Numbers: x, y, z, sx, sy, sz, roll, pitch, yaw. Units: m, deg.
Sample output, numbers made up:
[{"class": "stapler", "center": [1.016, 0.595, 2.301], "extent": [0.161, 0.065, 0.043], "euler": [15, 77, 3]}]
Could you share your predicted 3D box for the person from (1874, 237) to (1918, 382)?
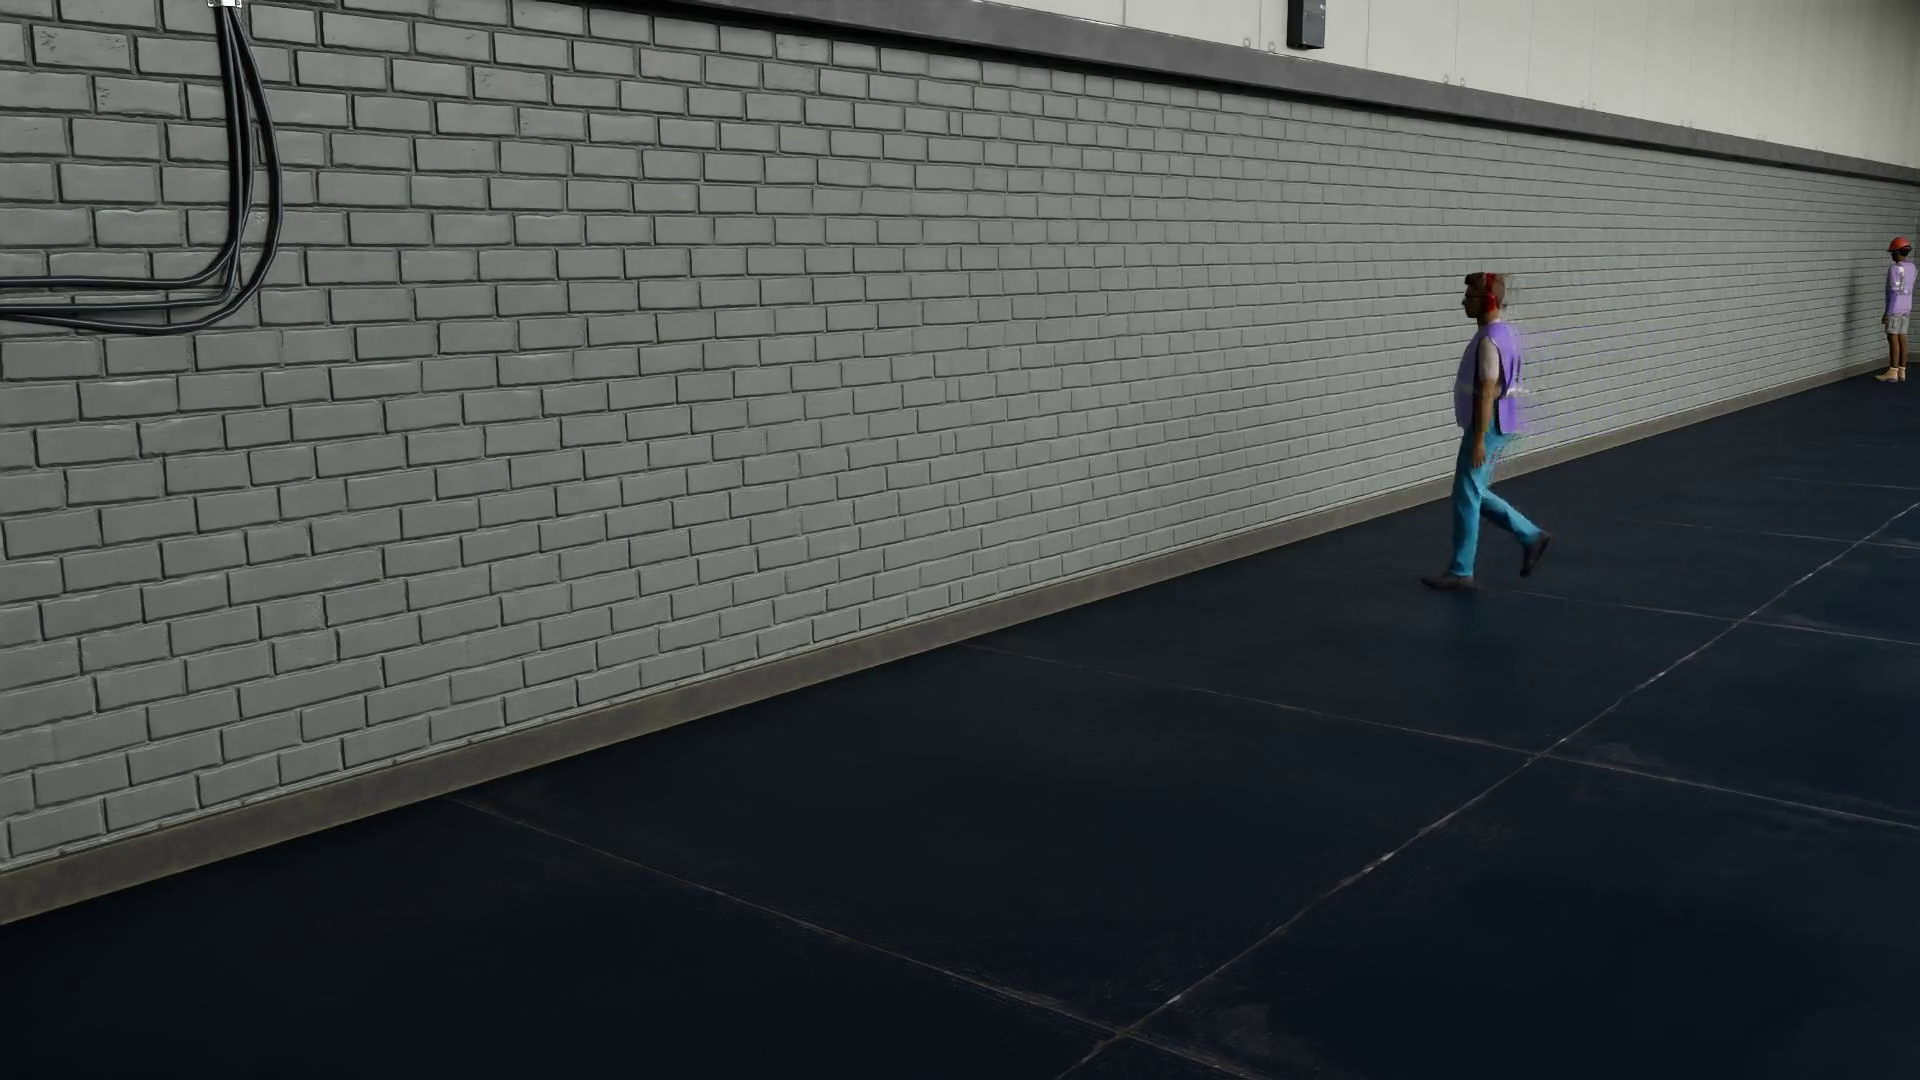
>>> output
[{"class": "person", "center": [13.318, -3.279, 23.683], "extent": [0.611, 2.040, 0.393], "euler": [-7, 12, -34]}]

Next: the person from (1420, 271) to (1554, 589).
[{"class": "person", "center": [3.053, -0.619, 9.537], "extent": [0.645, 1.828, 0.567], "euler": [3, 11, 17]}]
